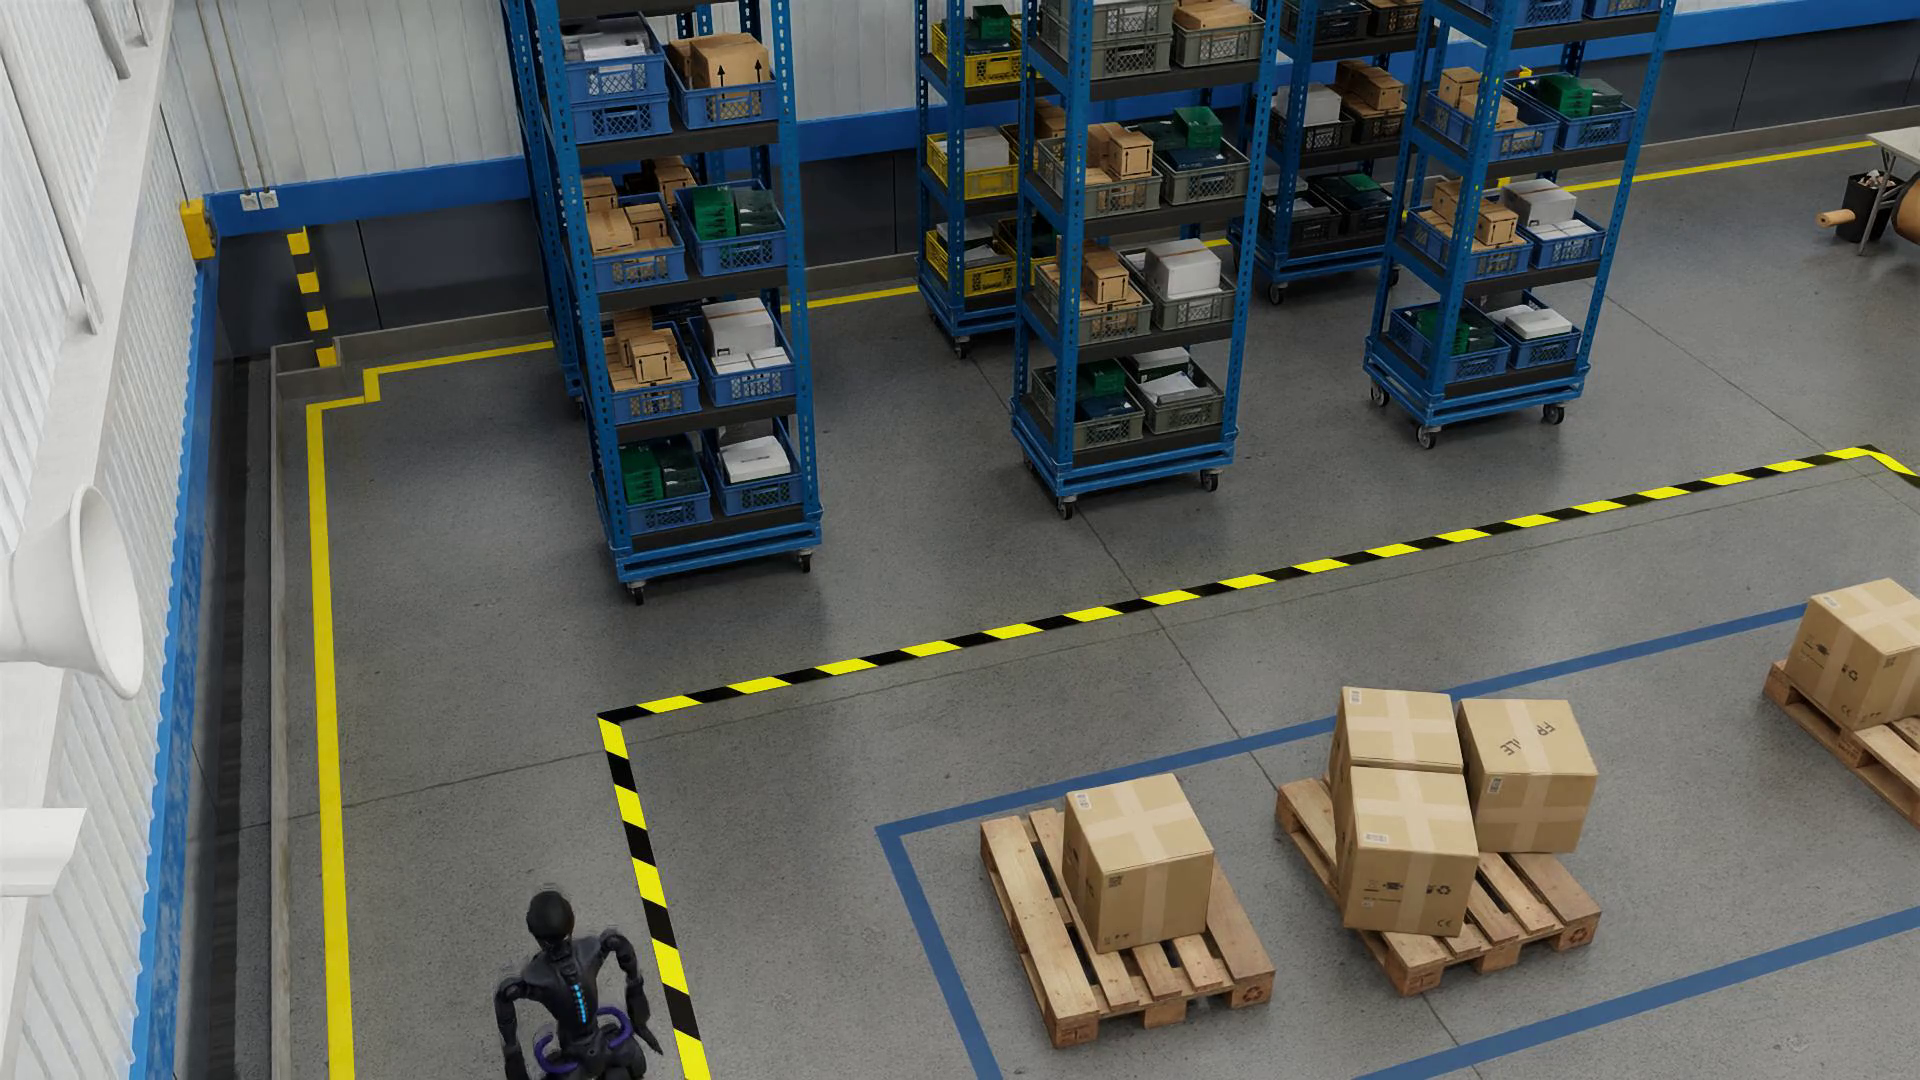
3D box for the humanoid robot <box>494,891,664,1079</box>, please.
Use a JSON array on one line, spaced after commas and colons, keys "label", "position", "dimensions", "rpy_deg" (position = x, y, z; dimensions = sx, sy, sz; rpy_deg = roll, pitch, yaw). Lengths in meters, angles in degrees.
[{"label": "humanoid robot", "position": [-1.335, 1.968, 6.076], "dimensions": [0.608, 1.672, 0.547], "rpy_deg": [-22, 41, -28]}]
